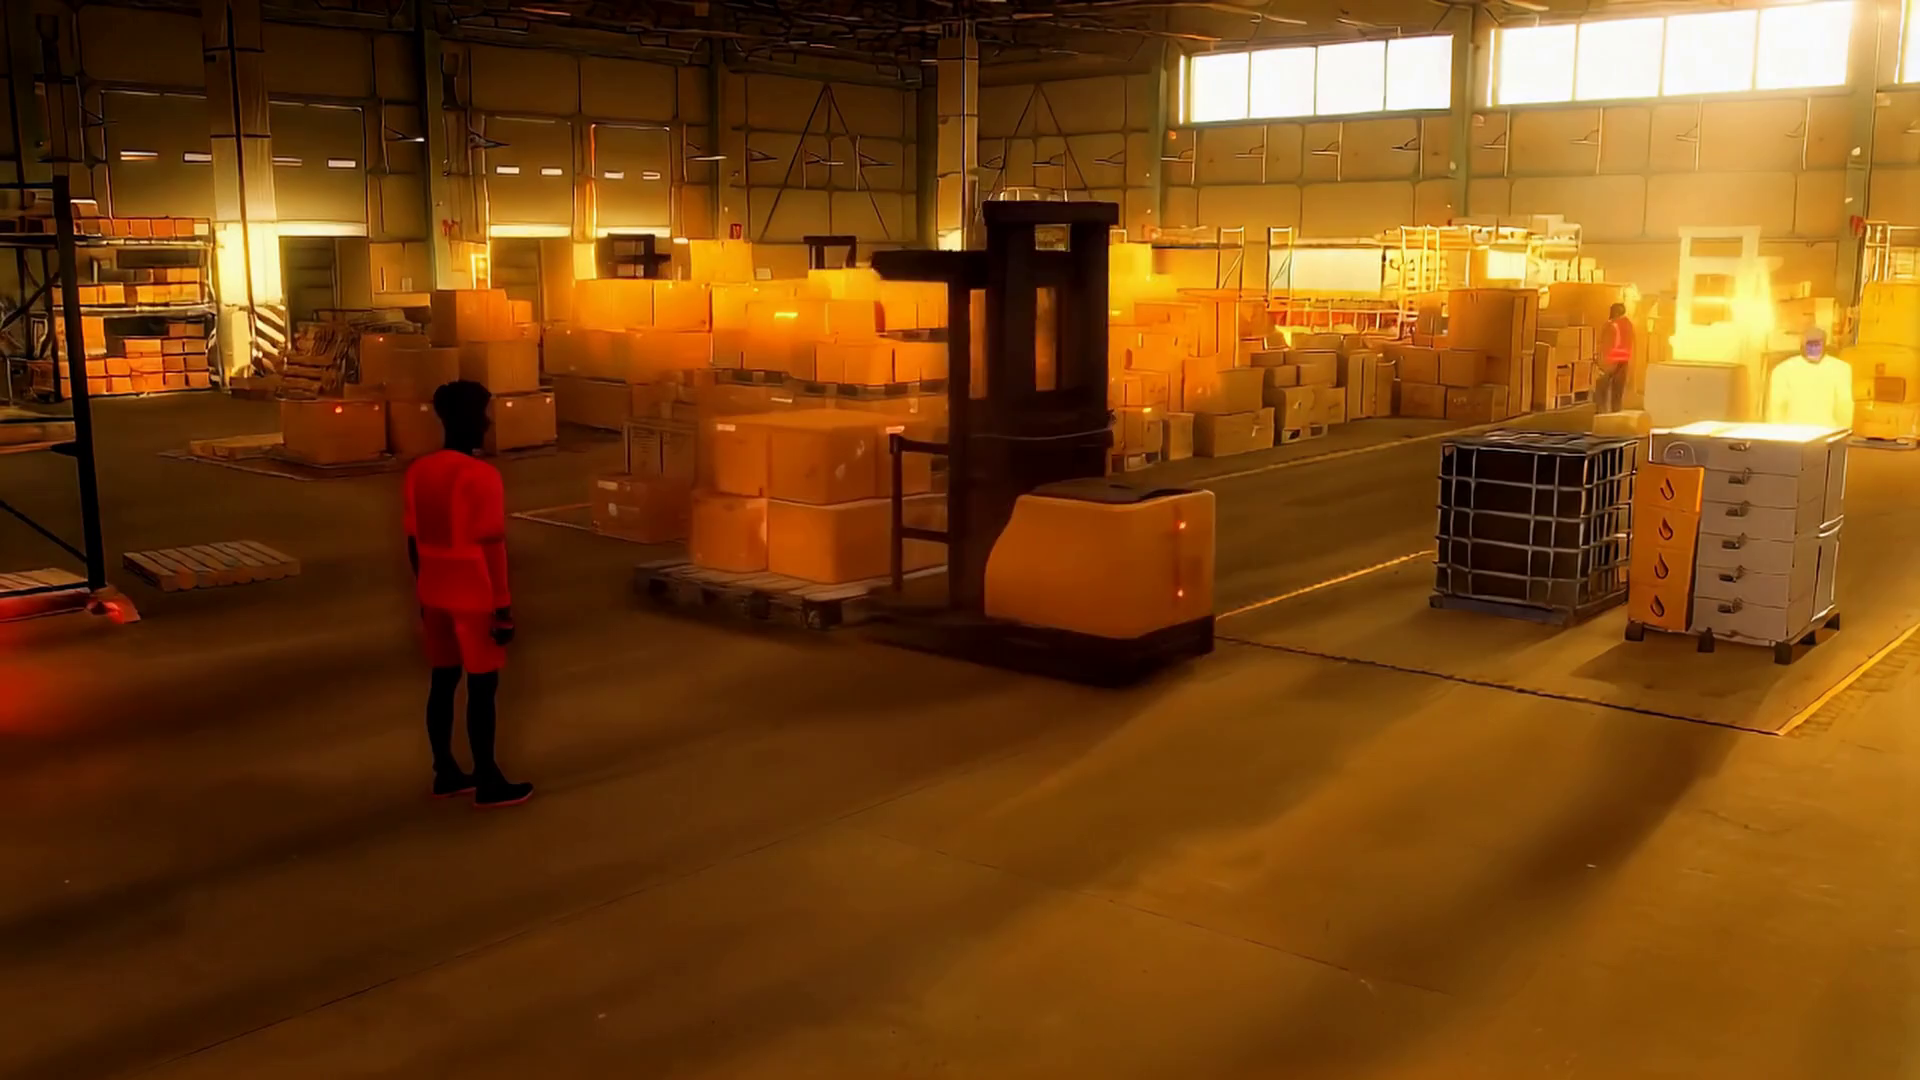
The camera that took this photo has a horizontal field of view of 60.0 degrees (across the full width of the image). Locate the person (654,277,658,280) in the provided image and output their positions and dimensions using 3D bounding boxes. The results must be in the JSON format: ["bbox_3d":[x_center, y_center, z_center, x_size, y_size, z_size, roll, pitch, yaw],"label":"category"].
[{"bbox_3d":[-6.515,-4.726,36.021,0.634,1.930,0.384,-5,11,-25],"label":"person"}]

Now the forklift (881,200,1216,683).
[{"bbox_3d":[0.567,-0.683,10.279,1.873,2.768,1.129,8,13,40],"label":"forklift"}]

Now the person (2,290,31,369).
[{"bbox_3d":[-19.520,-4.320,34.396,0.558,1.668,0.709,-3,10,-18],"label":"person"}]

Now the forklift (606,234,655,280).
[{"bbox_3d":[-6.766,-4.909,34.344,1.129,2.768,1.873,-5,11,-25],"label":"forklift"}]

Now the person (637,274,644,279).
[{"bbox_3d":[-7.507,-5.299,39.277,0.385,1.925,0.592,8,13,39],"label":"person"}]

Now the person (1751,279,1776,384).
[{"bbox_3d":[15.057,-3.950,31.464,0.637,1.970,0.642,2,10,14],"label":"person"}]

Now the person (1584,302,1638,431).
[{"bbox_3d":[9.032,-2.388,23.083,0.788,1.803,0.430,-6,12,-30],"label":"person"}]

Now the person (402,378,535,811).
[{"bbox_3d":[-2.257,0.249,7.575,0.609,1.965,0.368,7,12,34],"label":"person"}]

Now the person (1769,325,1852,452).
[{"bbox_3d":[7.381,-0.931,14.500,0.632,1.900,0.990,3,10,15],"label":"person"}]

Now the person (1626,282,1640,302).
[{"bbox_3d":[13.141,-4.200,33.136,0.952,1.894,0.549,0,10,0],"label":"person"}]

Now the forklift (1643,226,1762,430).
[{"bbox_3d":[9.677,-2.642,21.435,1.129,2.768,1.873,8,13,40],"label":"forklift"}]

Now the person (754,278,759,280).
[{"bbox_3d":[-4.114,-4.300,33.555,0.377,1.940,0.627,-1,10,-3],"label":"person"}]

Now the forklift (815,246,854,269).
[{"bbox_3d":[-2.844,-5.557,38.030,1.129,2.768,1.873,1,10,3],"label":"forklift"}]

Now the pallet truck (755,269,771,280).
[{"bbox_3d":[-4.996,-6.432,45.525,1.885,1.965,0.823,-6,12,-32],"label":"pallet truck"}]
